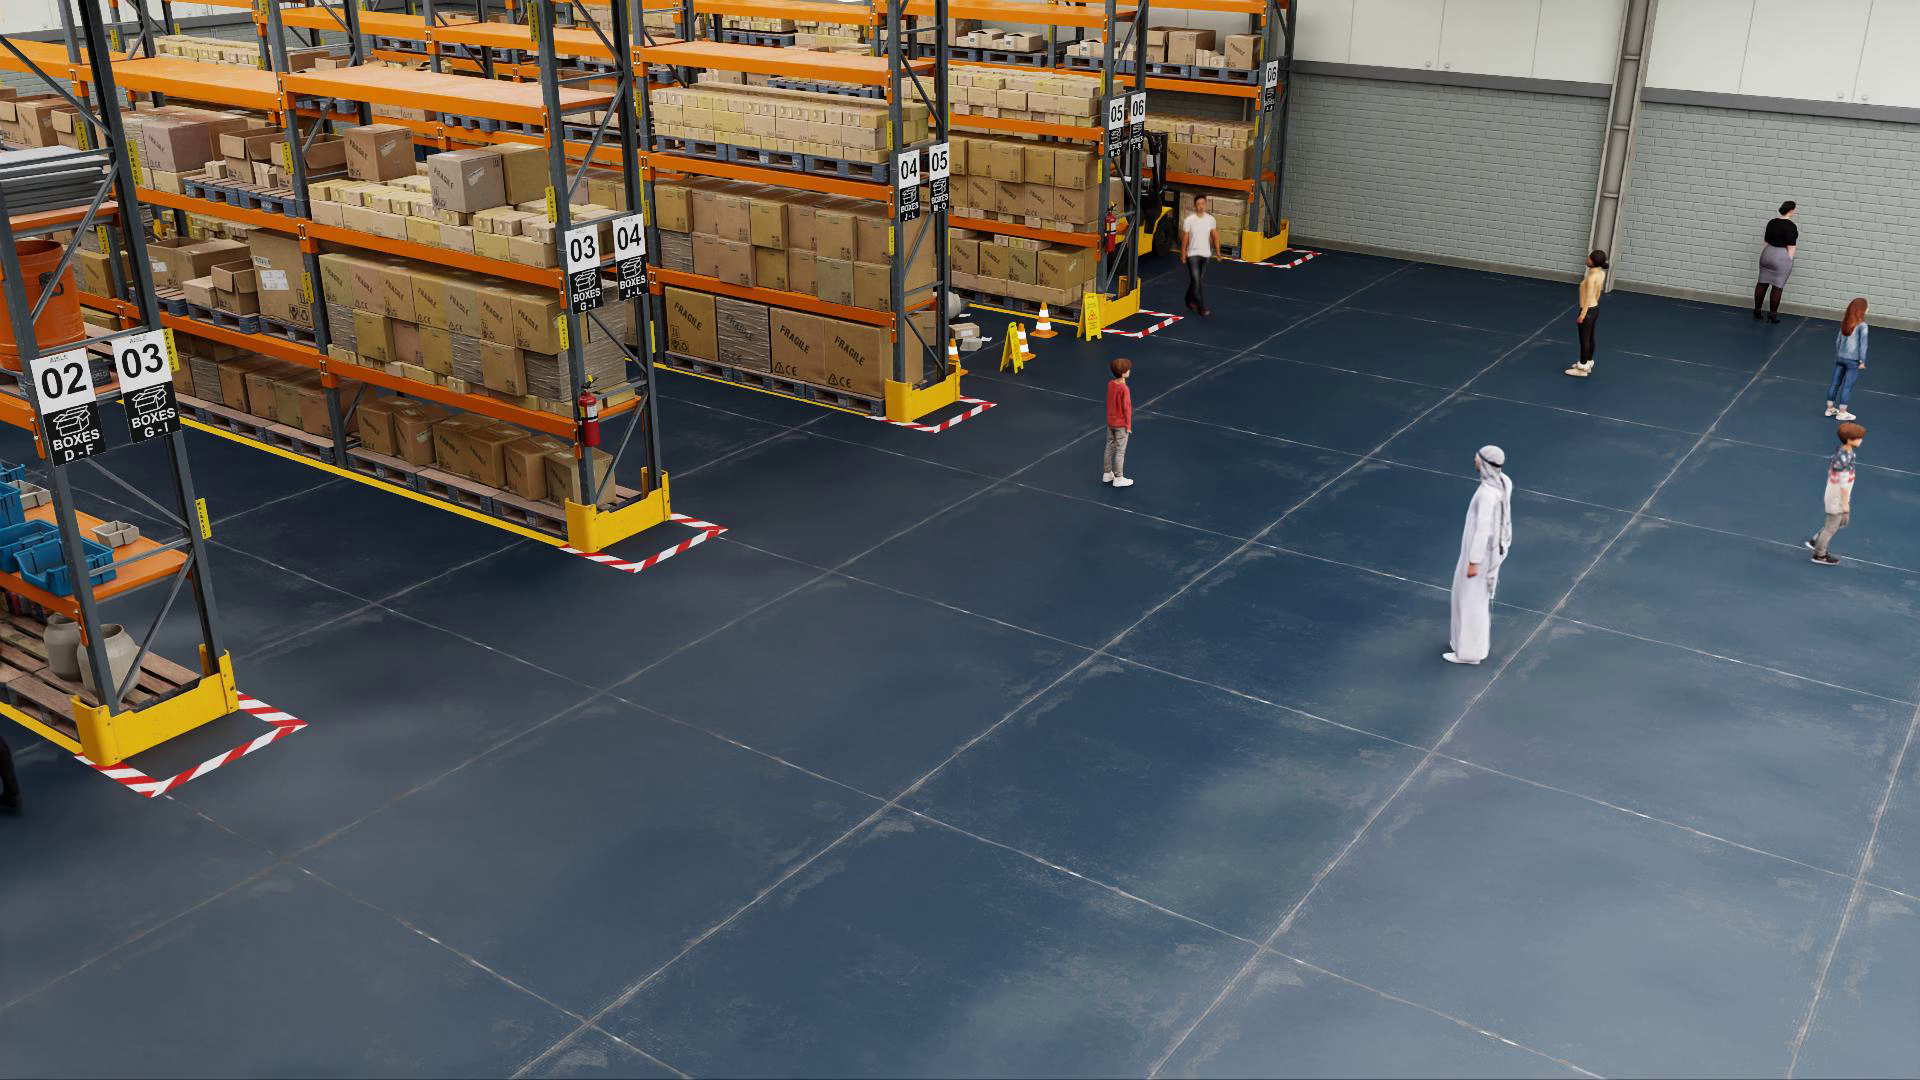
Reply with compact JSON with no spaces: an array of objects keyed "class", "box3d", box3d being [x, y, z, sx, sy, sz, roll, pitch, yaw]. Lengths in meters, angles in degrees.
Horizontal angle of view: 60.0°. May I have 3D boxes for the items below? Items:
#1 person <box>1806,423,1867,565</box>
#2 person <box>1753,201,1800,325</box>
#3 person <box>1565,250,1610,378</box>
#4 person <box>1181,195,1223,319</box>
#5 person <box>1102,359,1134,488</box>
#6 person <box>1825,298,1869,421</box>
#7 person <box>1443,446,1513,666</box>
[{"class":"person","box3d":[8.382,-0.446,15.999,0.602,1.428,0.572,9,25,20]},{"class":"person","box3d":[11.763,-4.015,23.972,0.831,1.757,0.732,-10,25,-22]},{"class":"person","box3d":[8.184,-2.960,21.616,0.575,1.659,0.611,18,29,36]},{"class":"person","box3d":[3.450,-4.152,24.304,1.080,1.749,1.230,-8,24,-19]},{"class":"person","box3d":[1.705,-1.284,17.986,0.643,1.416,0.520,-13,26,-28]},{"class":"person","box3d":[10.700,-2.187,20.031,0.702,1.477,0.616,-7,24,-16]},{"class":"person","box3d":[4.406,0.126,14.025,0.684,1.922,0.727,11,25,24]}]
